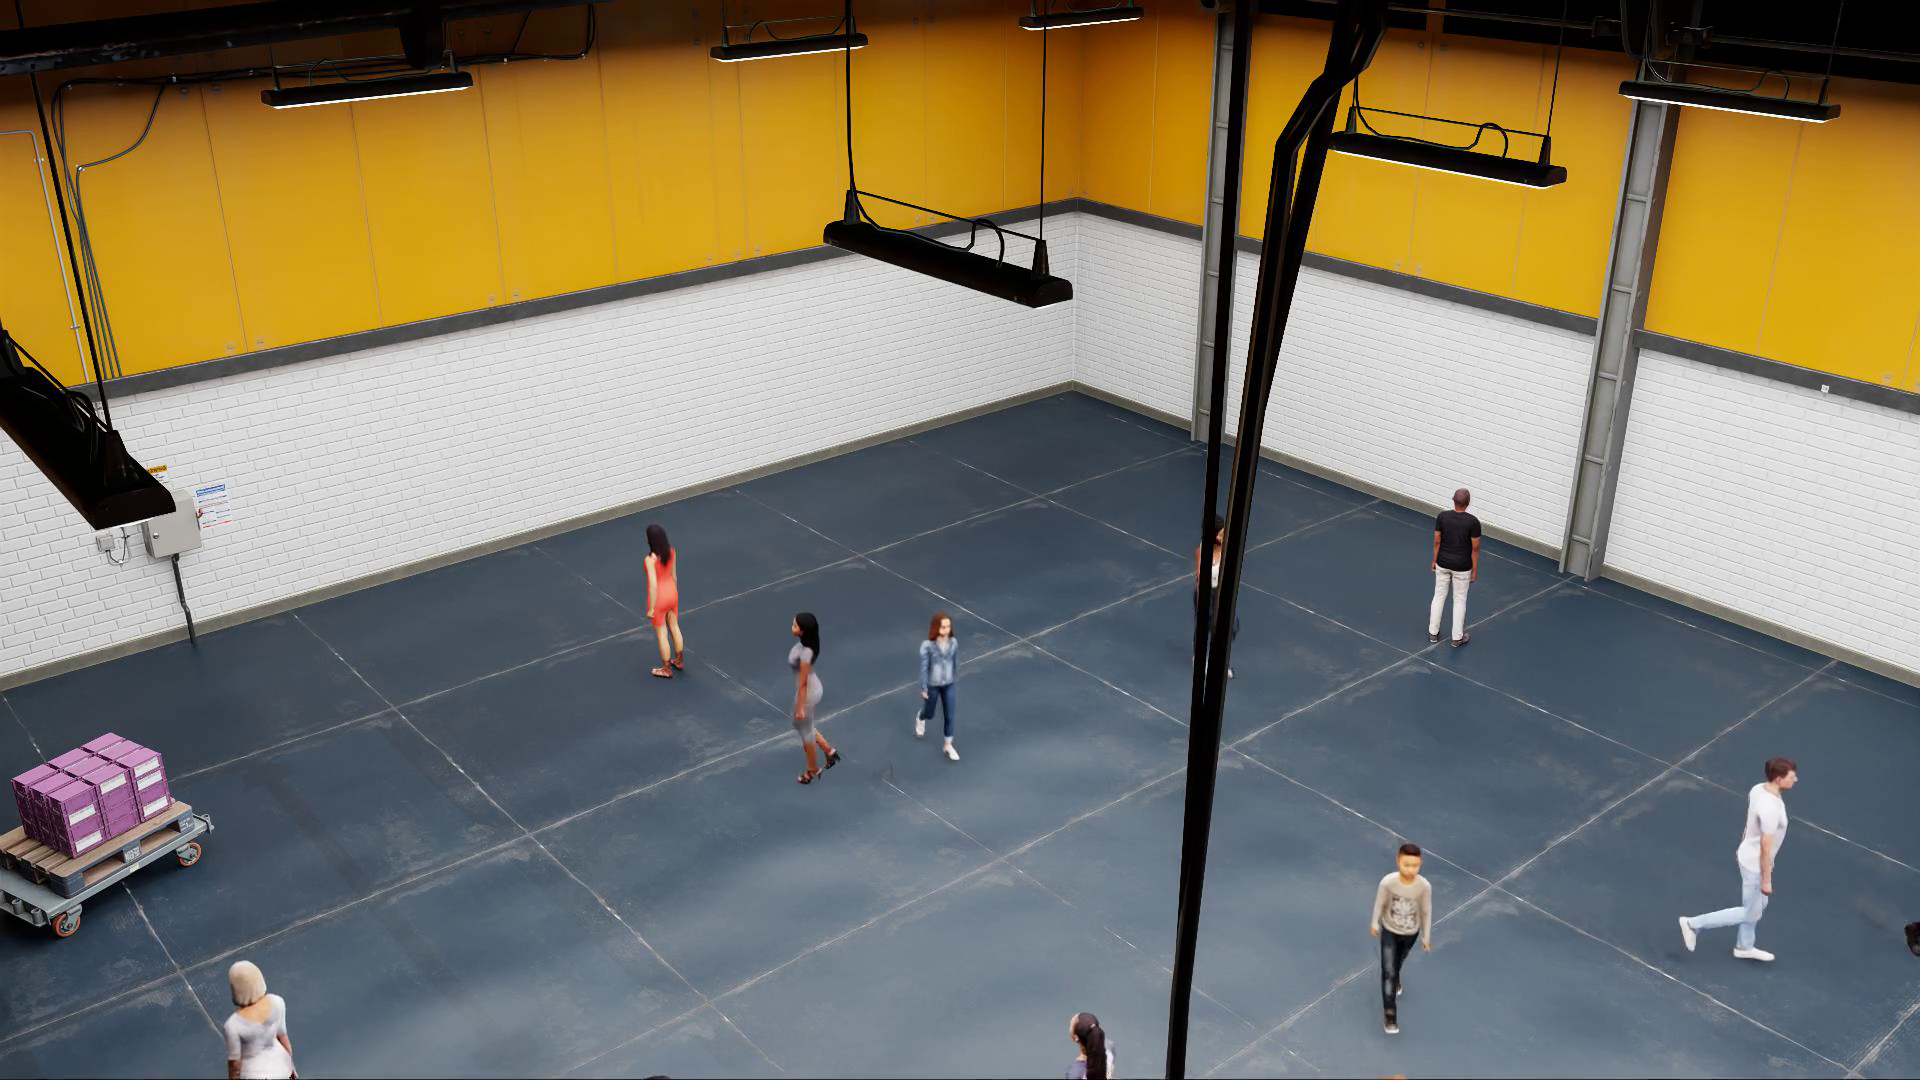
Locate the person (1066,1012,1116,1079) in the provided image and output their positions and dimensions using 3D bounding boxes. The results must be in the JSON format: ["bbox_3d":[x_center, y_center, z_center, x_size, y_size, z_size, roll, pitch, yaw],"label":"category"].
[{"bbox_3d":[0.880,3.693,10.442,0.597,1.625,0.944,-18,29,-35],"label":"person"}]

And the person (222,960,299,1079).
[{"bbox_3d":[-4.431,3.513,10.739,1.129,1.718,0.809,13,27,28],"label":"person"}]

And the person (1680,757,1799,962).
[{"bbox_3d":[6.081,2.501,12.910,1.093,1.832,0.943,8,25,17],"label":"person"}]

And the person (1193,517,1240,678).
[{"bbox_3d":[2.583,0.571,17.374,0.708,1.794,0.742,-12,26,-26],"label":"person"}]

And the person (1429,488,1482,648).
[{"bbox_3d":[5.349,0.284,18.017,0.648,1.805,0.792,14,27,29],"label":"person"}]

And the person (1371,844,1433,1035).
[{"bbox_3d":[3.312,2.891,12.523,0.986,1.427,1.054,2,24,4],"label":"person"}]

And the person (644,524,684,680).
[{"bbox_3d":[-3.095,0.625,17.343,0.618,1.718,0.652,13,27,28],"label":"person"}]

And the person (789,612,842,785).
[{"bbox_3d":[-1.316,1.470,15.350,0.847,1.767,0.789,1,24,3],"label":"person"}]

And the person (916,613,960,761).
[{"bbox_3d":[-0.234,1.365,15.976,0.728,1.458,0.975,-11,26,-23],"label":"person"}]
